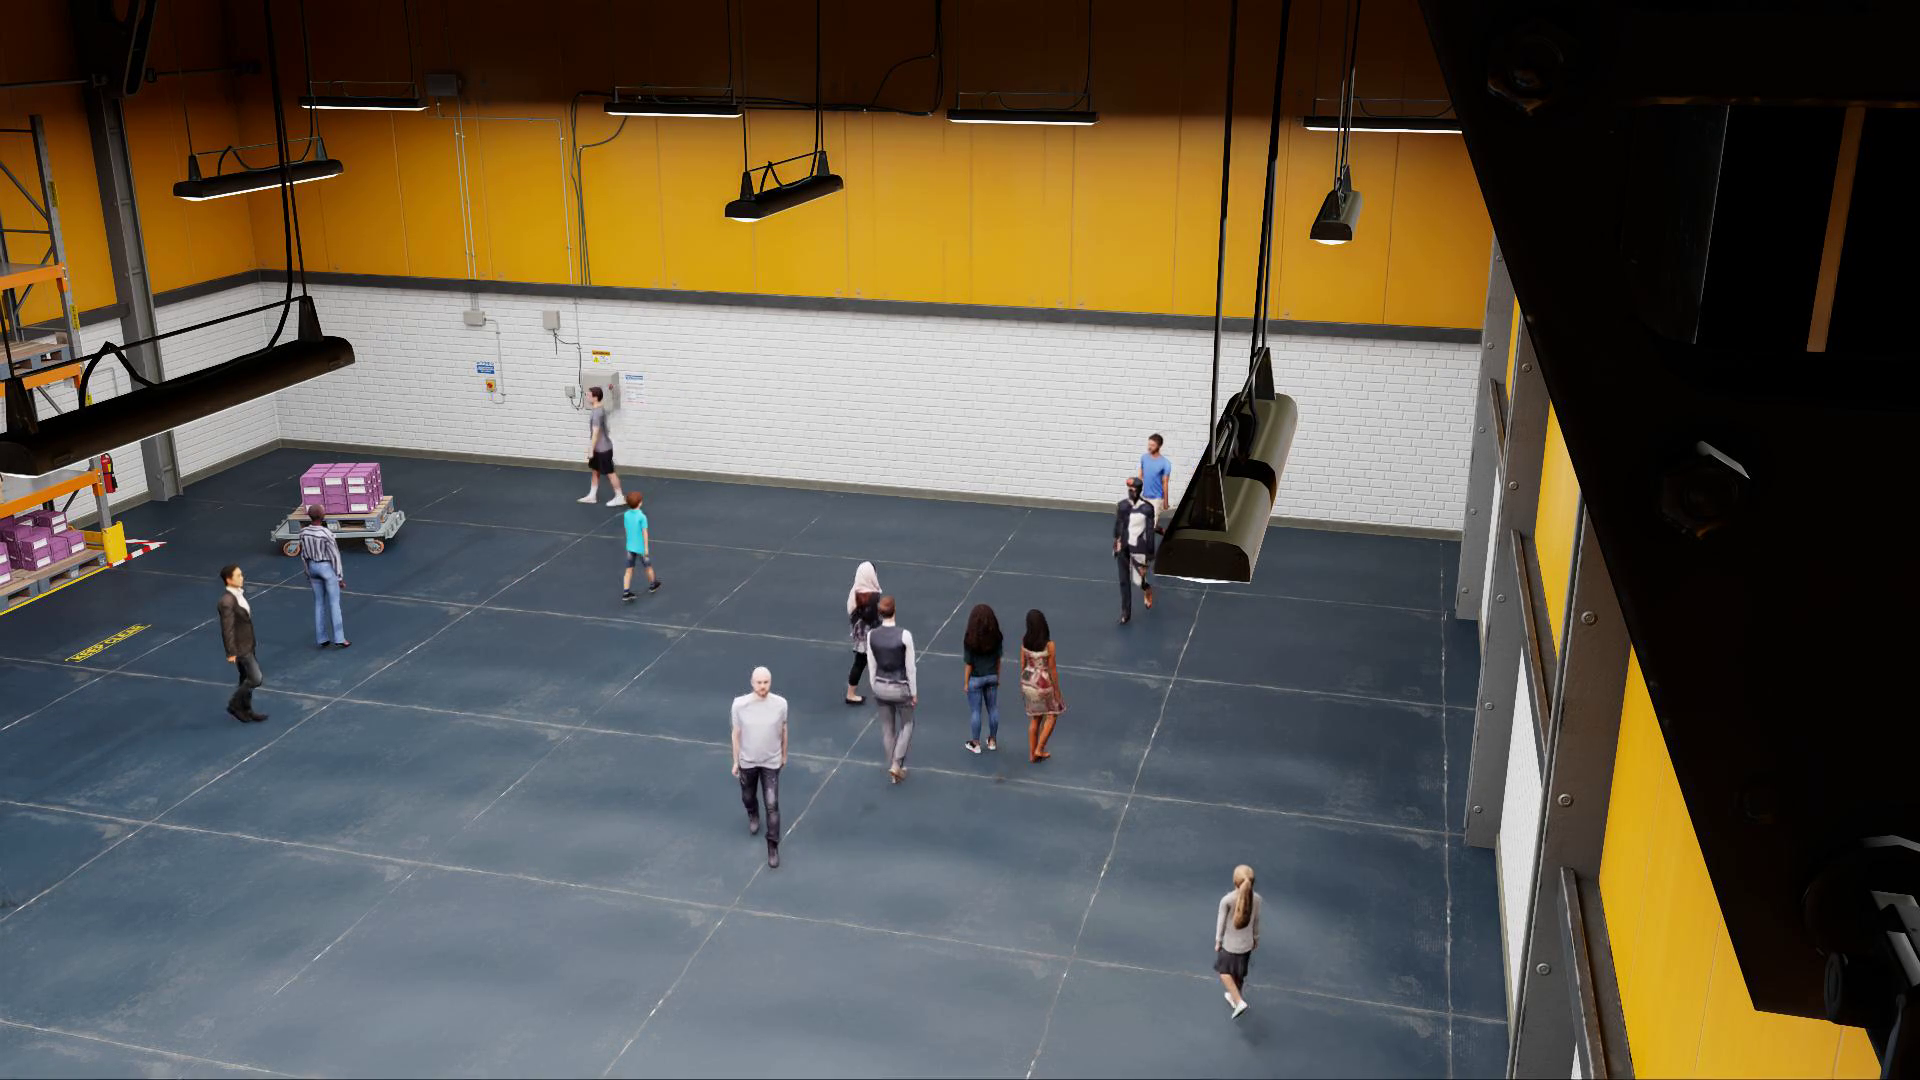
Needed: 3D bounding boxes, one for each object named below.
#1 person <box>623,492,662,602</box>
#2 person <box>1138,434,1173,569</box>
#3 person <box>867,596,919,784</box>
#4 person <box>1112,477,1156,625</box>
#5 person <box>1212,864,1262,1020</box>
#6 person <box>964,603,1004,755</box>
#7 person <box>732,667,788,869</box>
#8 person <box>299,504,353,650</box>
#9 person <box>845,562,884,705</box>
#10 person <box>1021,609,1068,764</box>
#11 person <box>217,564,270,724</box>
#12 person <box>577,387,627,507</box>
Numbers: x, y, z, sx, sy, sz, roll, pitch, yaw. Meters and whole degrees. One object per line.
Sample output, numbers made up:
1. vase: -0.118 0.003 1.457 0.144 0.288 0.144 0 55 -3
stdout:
1. person: -4.191 0.101 21.347 0.619 1.414 0.965 8 20 23
2. person: 2.680 -0.564 22.665 1.268 1.833 1.072 -15 24 -38
3. person: -0.697 1.513 16.359 0.708 1.922 0.711 7 20 20
4. person: 2.174 0.101 20.621 0.817 1.878 0.986 10 21 27
5. person: 2.138 3.084 12.721 0.694 1.266 0.784 -6 19 -16
6. person: 0.231 1.412 17.135 0.715 1.617 0.761 -7 20 -20
7. person: -1.830 1.979 15.145 0.943 1.813 1.267 -1 19 -4
8. person: -7.558 0.434 19.761 0.622 1.795 0.512 5 19 14
9. person: -1.100 1.051 18.226 1.066 1.605 0.999 -10 21 -28
10. person: 0.747 1.520 16.822 0.755 1.614 0.783 15 24 38
11. person: -7.753 1.125 17.713 0.872 1.793 0.762 -3 19 -8
12. person: -5.304 -1.404 25.125 0.994 1.855 1.032 -3 19 -8
